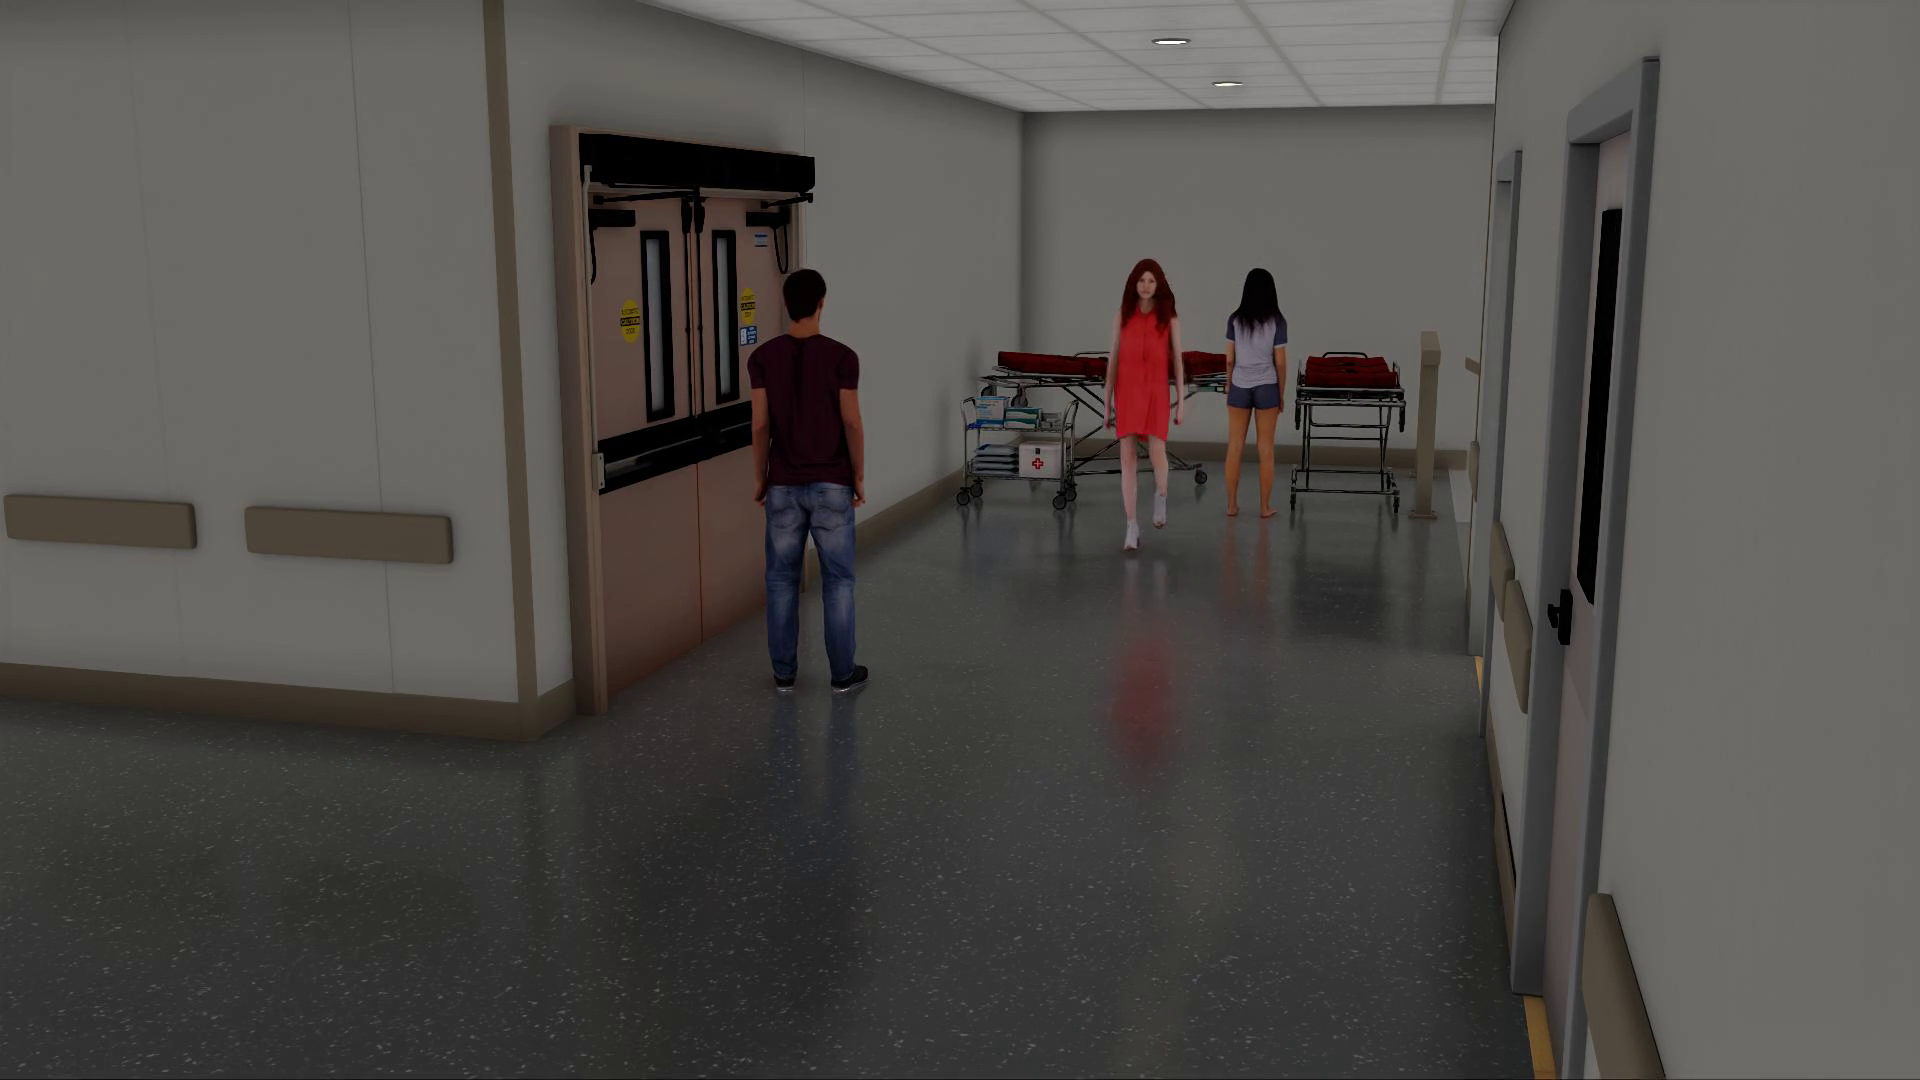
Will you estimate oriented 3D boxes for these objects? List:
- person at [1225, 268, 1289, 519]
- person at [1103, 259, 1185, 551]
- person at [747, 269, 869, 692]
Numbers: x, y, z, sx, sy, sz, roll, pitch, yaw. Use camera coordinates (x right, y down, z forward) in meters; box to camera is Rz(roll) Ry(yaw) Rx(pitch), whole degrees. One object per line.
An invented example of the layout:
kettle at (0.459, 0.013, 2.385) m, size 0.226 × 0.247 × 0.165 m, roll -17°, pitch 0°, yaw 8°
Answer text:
person at (2.063, -1.032, 11.664) m, size 0.572 × 1.733 × 0.473 m, roll 3°, pitch 11°, yaw 16°
person at (1.170, -0.842, 10.455) m, size 0.626 × 1.810 × 0.733 m, roll 3°, pitch 11°, yaw 17°
person at (-0.661, -0.260, 7.289) m, size 0.687 × 1.847 × 0.600 m, roll 1°, pitch 11°, yaw 6°
